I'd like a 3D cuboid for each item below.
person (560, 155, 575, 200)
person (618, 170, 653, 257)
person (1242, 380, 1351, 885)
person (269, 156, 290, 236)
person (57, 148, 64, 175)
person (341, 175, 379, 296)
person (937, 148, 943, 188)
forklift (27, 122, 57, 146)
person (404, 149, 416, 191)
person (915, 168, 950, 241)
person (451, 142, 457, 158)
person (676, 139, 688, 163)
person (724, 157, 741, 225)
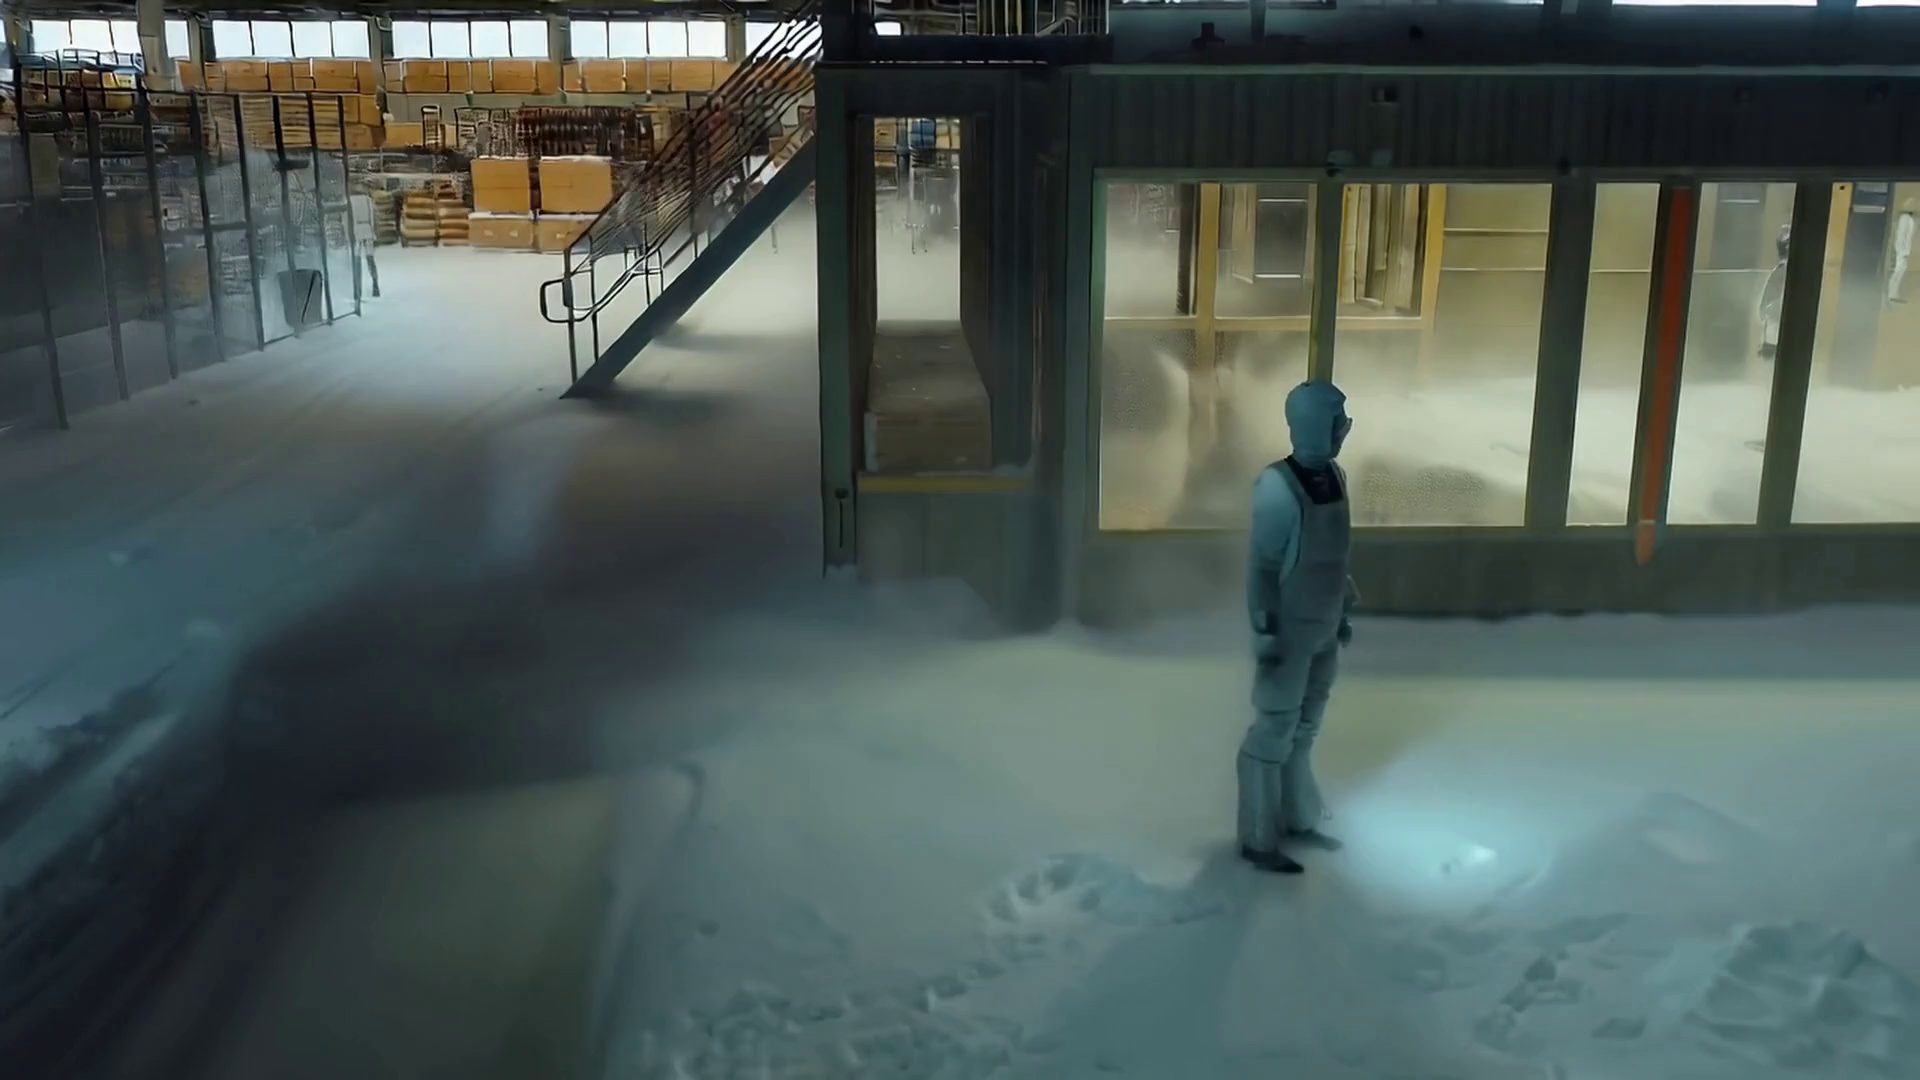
[{"bbox_3d":[-14.284,-13.184,60.579,0.540,1.614,0.538,-2,14,-9],"label":"person"},{"bbox_3d":[-6.814,-6.816,34.764,0.827,1.797,0.631,1,14,6],"label":"person"},{"bbox_3d":[1.257,0.329,6.116,0.346,1.846,0.505,13,19,42],"label":"person"},{"bbox_3d":[-16.786,-8.515,41.235,0.621,1.961,0.936,8,16,28],"label":"person"},{"bbox_3d":[-33.391,-13.612,61.827,0.659,1.846,1.011,10,17,36],"label":"person"},{"bbox_3d":[-9.700,-4.922,26.924,0.544,1.936,0.359,-8,16,-30],"label":"person"},{"bbox_3d":[-0.923,-16.227,72.450,0.320,1.769,0.523,4,15,16],"label":"person"},{"bbox_3d":[-35.376,-14.773,64.377,1.129,2.768,1.873,-1,14,-2],"label":"forklift"},{"bbox_3d":[-22.582,-15.124,67.983,0.823,1.808,0.604,-4,15,-17],"label":"person"},{"bbox_3d":[-0.638,-7.927,39.391,0.876,1.695,0.510,-2,14,-7],"label":"person"},{"bbox_3d":[-28.355,-21.406,93.211,0.457,1.728,0.576,-2,14,-10],"label":"person"},{"bbox_3d":[-13.706,-18.753,82.060,0.637,2.003,0.941,-2,14,-6],"label":"person"},{"bbox_3d":[-5.788,-8.760,42.286,0.386,1.922,0.561,1,14,2],"label":"person"}]
